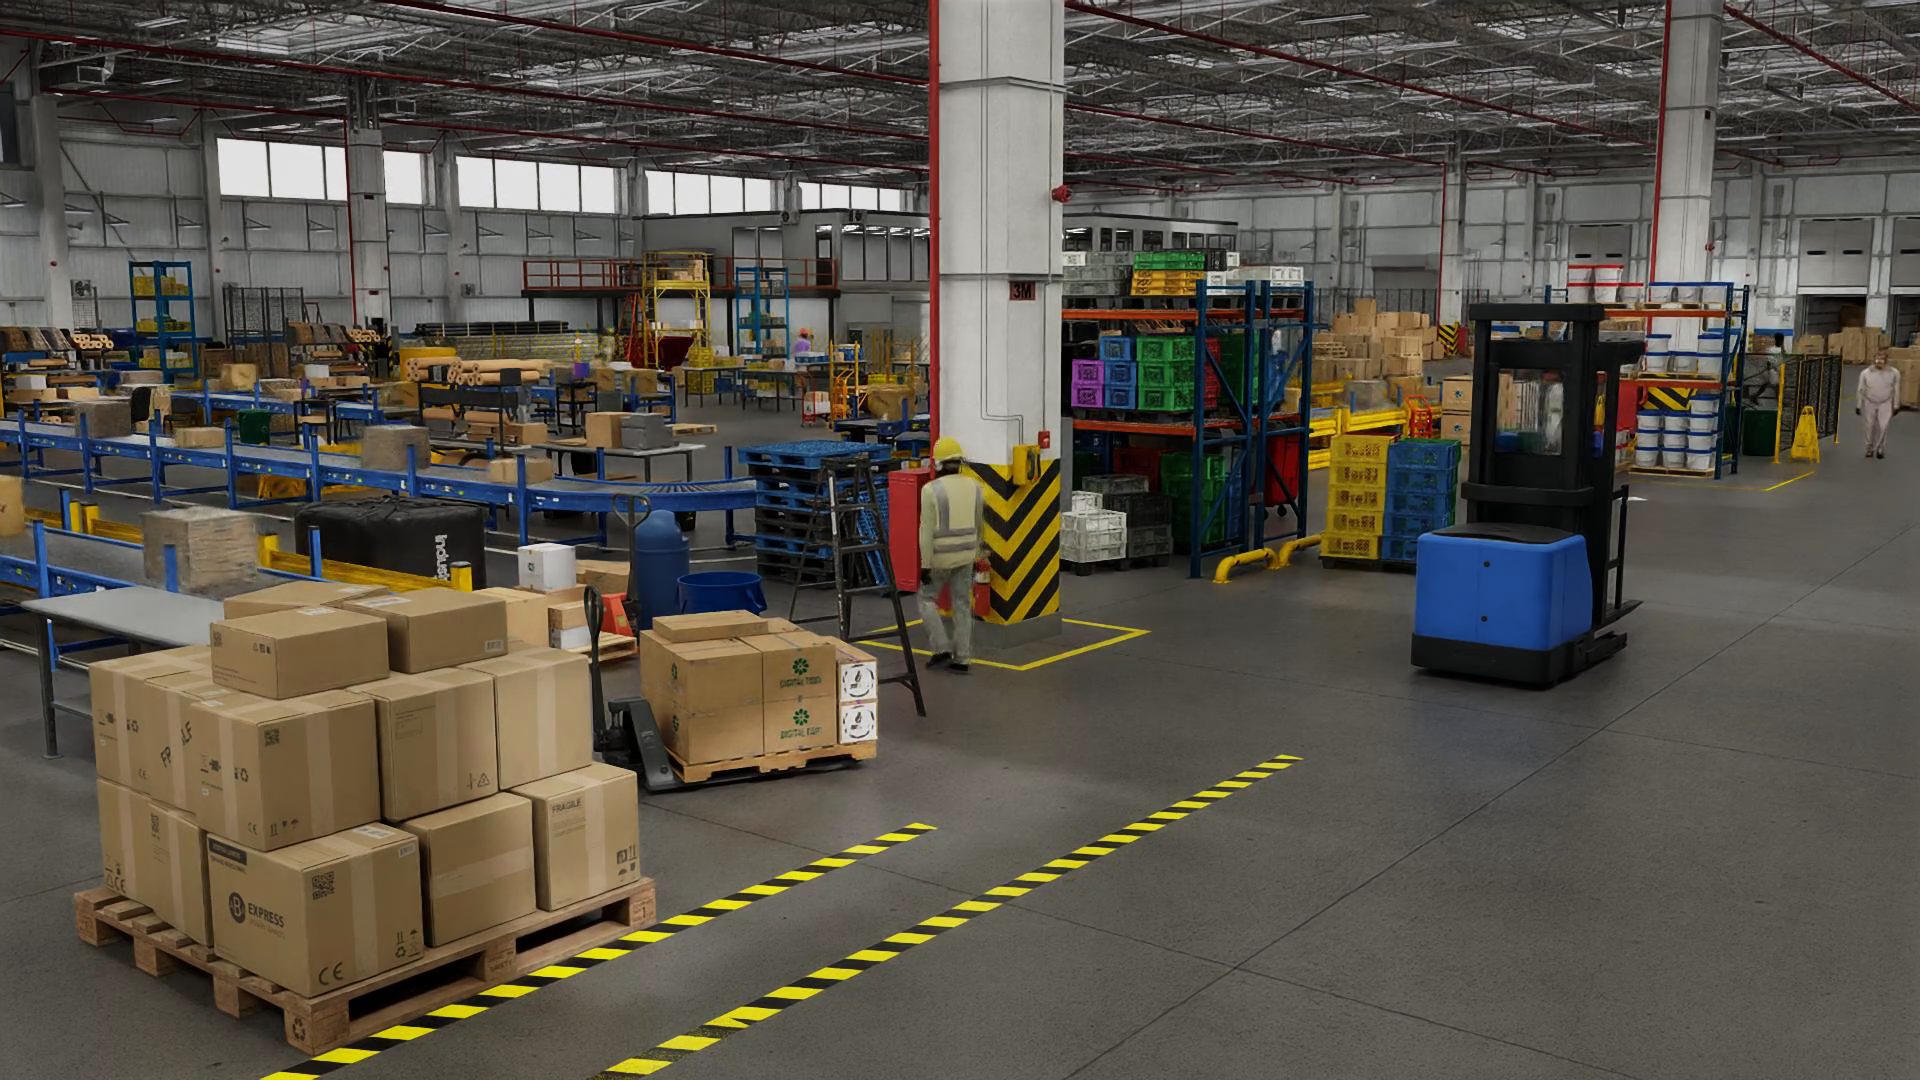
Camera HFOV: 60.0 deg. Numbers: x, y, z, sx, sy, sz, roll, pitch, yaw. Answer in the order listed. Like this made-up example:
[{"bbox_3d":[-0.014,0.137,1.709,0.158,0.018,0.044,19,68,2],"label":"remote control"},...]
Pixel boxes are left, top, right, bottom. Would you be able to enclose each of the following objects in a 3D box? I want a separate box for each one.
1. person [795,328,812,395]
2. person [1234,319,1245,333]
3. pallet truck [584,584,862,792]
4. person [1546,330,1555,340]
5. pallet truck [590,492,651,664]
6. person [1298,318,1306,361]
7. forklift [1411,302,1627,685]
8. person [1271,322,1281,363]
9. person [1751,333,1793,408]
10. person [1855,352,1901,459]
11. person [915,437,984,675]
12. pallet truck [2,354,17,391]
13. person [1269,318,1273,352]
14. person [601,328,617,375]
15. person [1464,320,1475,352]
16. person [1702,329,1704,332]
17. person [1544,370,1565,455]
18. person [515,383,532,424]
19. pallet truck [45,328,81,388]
[{"bbox_3d":[-4.464,-5.083,47.368,0.630,1.926,0.558,-8,12,-43],"label":"person"},{"bbox_3d":[11.460,-8.151,68.090,0.550,1.908,0.878,3,9,18],"label":"person"},{"bbox_3d":[-1.426,0.805,10.019,1.601,1.201,0.680,-4,9,-26],"label":"pallet truck"},{"bbox_3d":[16.058,-4.741,45.113,0.767,1.907,0.556,7,11,39],"label":"person"},{"bbox_3d":[-3.115,0.344,12.883,0.653,1.274,1.630,7,11,37],"label":"pallet truck"},{"bbox_3d":[14.142,-8.282,68.729,0.392,1.986,0.610,-3,9,-18],"label":"person"},{"bbox_3d":[4.379,-0.438,12.852,1.129,2.768,1.873,7,11,37],"label":"forklift"},{"bbox_3d":[11.585,-7.014,60.595,0.692,1.865,0.585,0,8,2],"label":"person"},{"bbox_3d":[20.584,-4.301,42.153,1.009,1.921,0.599,6,10,35],"label":"person"},{"bbox_3d":[16.040,-2.342,29.102,0.671,1.863,0.958,6,10,34],"label":"person"},{"bbox_3d":[-0.089,0.125,12.630,0.619,1.813,0.462,-7,11,-37],"label":"person"},{"bbox_3d":[-24.881,-4.417,42.634,1.885,1.965,0.823,8,11,41],"label":"pallet truck"},{"bbox_3d":[15.329,-10.142,81.740,0.514,1.844,0.328,-3,9,-19],"label":"person"},{"bbox_3d":[-12.061,-6.425,57.192,0.508,1.691,0.902,4,9,25],"label":"person"},{"bbox_3d":[24.512,-9.858,79.840,0.623,1.844,0.429,-3,9,-19],"label":"person"},{"bbox_3d":[24.646,-6.395,55.823,0.537,2.000,0.682,-2,9,-15],"label":"person"},{"bbox_3d":[8.188,-1.425,22.512,1.026,1.990,0.608,2,9,16],"label":"person"},{"bbox_3d":[-8.117,-2.492,30.877,0.279,1.634,0.498,-8,11,-42],"label":"person"},{"bbox_3d":[-23.775,-4.544,43.495,1.885,1.965,0.823,6,10,35],"label":"pallet truck"}]
